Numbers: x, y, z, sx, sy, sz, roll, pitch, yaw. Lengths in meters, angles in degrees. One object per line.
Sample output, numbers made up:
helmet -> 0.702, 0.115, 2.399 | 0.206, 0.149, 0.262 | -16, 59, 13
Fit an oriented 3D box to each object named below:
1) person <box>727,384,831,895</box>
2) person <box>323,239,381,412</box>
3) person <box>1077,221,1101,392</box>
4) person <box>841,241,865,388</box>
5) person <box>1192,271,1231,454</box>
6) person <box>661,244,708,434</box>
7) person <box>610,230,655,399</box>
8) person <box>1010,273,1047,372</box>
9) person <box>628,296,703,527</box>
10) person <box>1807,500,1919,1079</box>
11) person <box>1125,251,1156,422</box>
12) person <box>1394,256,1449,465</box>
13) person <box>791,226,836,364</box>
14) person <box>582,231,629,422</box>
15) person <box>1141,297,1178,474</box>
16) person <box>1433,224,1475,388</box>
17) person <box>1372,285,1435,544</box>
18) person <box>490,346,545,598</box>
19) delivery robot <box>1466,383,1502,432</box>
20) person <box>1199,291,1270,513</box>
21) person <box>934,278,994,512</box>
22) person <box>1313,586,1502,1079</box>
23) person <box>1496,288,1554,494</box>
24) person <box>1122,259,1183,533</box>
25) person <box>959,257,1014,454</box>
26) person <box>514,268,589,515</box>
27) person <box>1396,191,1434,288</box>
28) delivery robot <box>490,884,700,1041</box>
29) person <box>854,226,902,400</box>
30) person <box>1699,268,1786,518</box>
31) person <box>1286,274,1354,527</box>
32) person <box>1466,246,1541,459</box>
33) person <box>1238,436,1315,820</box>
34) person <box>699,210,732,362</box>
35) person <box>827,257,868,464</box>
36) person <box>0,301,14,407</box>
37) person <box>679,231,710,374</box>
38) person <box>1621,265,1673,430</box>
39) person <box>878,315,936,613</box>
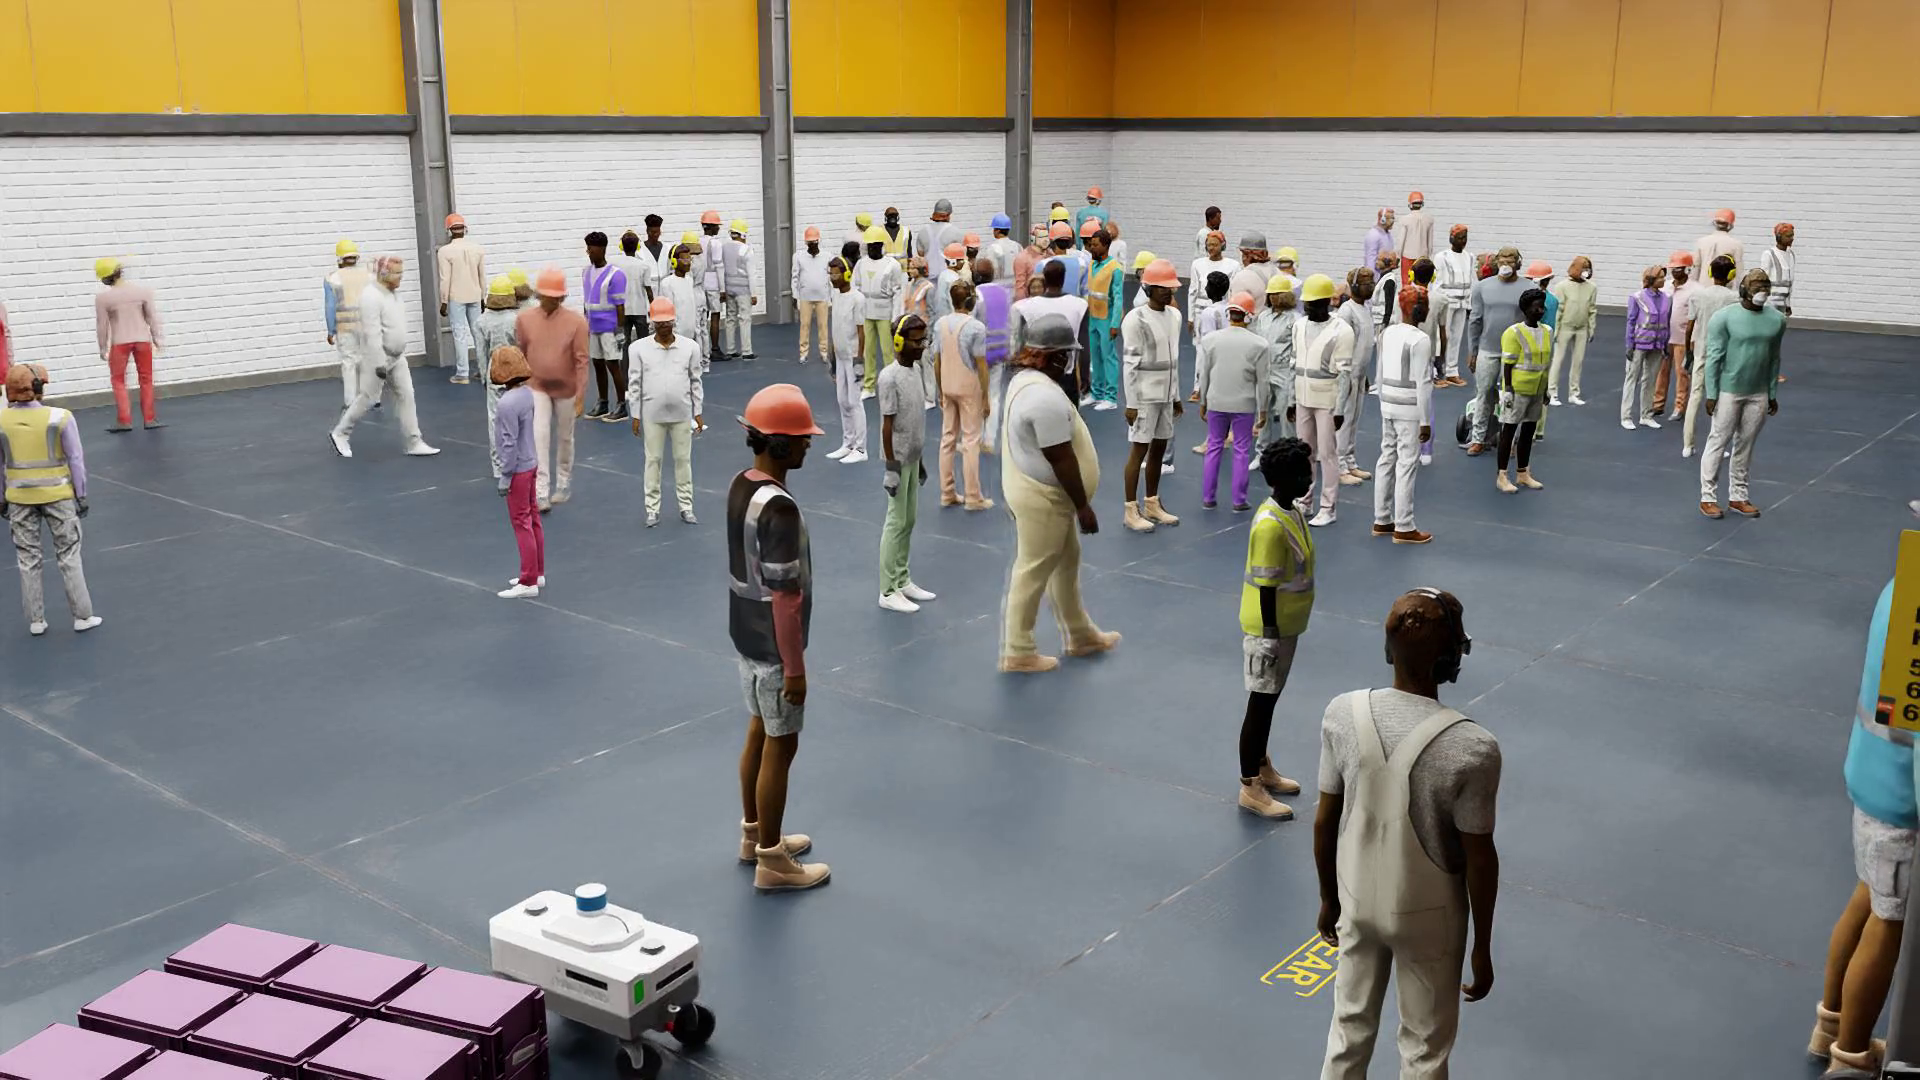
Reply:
person -> -0.715, 0.390, 6.626 | 0.390, 2.035, 0.606 | -5, 15, -20
person -> -6.426, -2.261, 17.630 | 0.602, 1.830, 0.404 | -10, 17, -36
person -> 1.471, -2.669, 19.045 | 0.365, 1.939, 0.542 | 1, 14, 3
person -> -1.267, -2.623, 19.363 | 0.318, 1.700, 0.539 | -1, 14, -5
person -> 2.367, -1.639, 15.419 | 0.319, 1.697, 0.533 | 10, 17, 34
person -> -2.736, -1.985, 16.458 | 0.325, 1.869, 0.524 | 5, 15, 20
person -> -3.630, -2.494, 18.479 | 0.532, 1.873, 0.310 | 2, 14, 6
person -> 0.748, -1.817, 16.313 | 0.528, 1.615, 0.663 | 0, 14, 2
person -> -2.228, -0.974, 12.648 | 0.573, 1.750, 0.330 | -4, 15, -17
person -> 2.923, 0.783, 5.067 | 0.404, 2.033, 0.636 | 5, 15, 20
person -> 1.876, -2.031, 16.851 | 0.310, 1.766, 0.527 | -3, 14, -10
person -> 4.083, -1.593, 14.885 | 0.534, 1.869, 0.315 | -1, 14, -3
person -> -1.866, -3.126, 21.247 | 0.573, 1.748, 0.342 | -2, 14, -6
person -> -3.662, -2.191, 17.107 | 0.608, 1.958, 0.373 | 12, 19, 41
person -> 1.747, -1.393, 14.564 | 0.269, 1.632, 0.509 | -3, 14, -10
person -> 5.743, -2.722, 19.367 | 0.585, 1.882, 0.344 | -7, 16, -27
person -> 3.255, -0.914, 12.147 | 0.356, 1.882, 0.574 | -5, 15, -20
person -> -2.871, -0.443, 10.768 | 0.286, 1.633, 0.499 | 0, 14, 0
delivery robot -> 5.157, -1.278, 16.103 | 0.477, 0.478, 0.707 | 9, 16, 31
person -> 2.164, -1.084, 13.120 | 0.574, 1.738, 0.354 | 6, 15, 23
person -> 0.025, -1.138, 13.119 | 0.507, 1.846, 0.345 | 10, 17, 36
person -> 1.198, 1.021, 4.491 | 0.516, 1.843, 0.332 | 12, 19, 40
person -> 4.704, -1.241, 13.830 | 0.535, 1.697, 0.318 | -8, 16, -29
person -> 1.477, -1.083, 12.495 | 0.386, 2.041, 0.615 | 14, 19, 43
person -> 0.213, -1.688, 15.373 | 0.710, 1.831, 0.429 | -13, 19, -41
person -> -3.217, -1.176, 13.099 | 0.615, 1.924, 0.980 | -1, 14, -5
person -> 7.084, -4.441, 26.012 | 0.614, 1.993, 0.395 | -3, 14, -12
delivery robot -> -1.205, 1.377, 5.494 | 0.707, 0.478, 0.477 | 8, 16, 30
person -> -0.919, -2.484, 18.329 | 0.587, 1.927, 0.369 | 7, 16, 27
person -> 6.070, -1.133, 12.911 | 0.629, 1.940, 0.373 | -2, 14, -9
person -> 2.714, -1.064, 12.677 | 0.396, 1.919, 0.586 | -9, 17, -33
person -> 4.960, -1.716, 15.237 | 0.633, 1.939, 0.368 | 6, 15, 22
person -> 1.403, 0.377, 7.365 | 0.316, 1.695, 0.541 | 5, 15, 19
person -> -3.209, -3.276, 21.480 | 0.551, 1.933, 0.369 | 12, 18, 40
person -> -1.033, -1.626, 15.059 | 0.346, 1.857, 0.523 | -10, 17, -34
person -> -9.020, -1.657, 15.369 | 0.341, 1.760, 0.525 | 12, 19, 41
person -> -3.272, -2.899, 20.362 | 0.297, 1.744, 0.487 | 4, 15, 15
person -> 6.897, -1.931, 16.696 | 0.520, 1.645, 0.307 | -4, 15, -17
person -> -0.340, -0.487, 10.476 | 0.310, 1.864, 0.532 | 5, 15, 19
